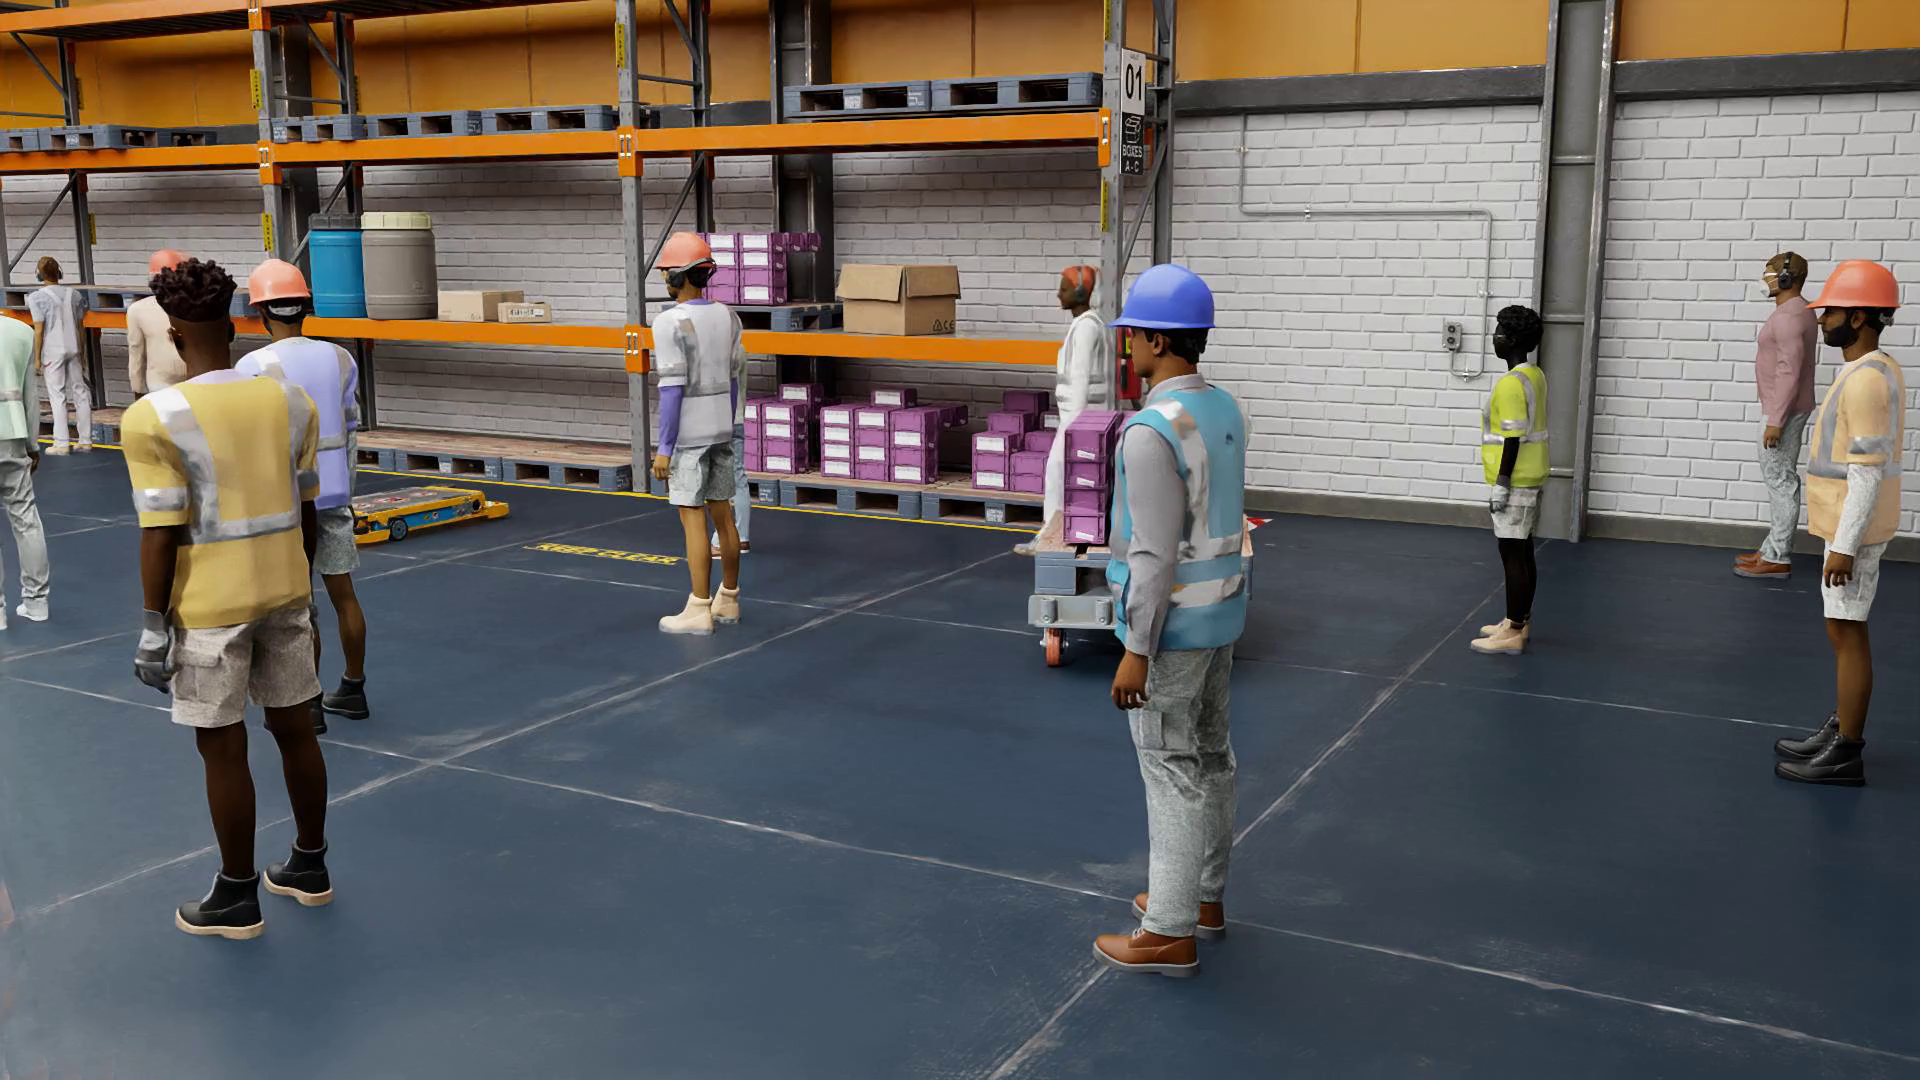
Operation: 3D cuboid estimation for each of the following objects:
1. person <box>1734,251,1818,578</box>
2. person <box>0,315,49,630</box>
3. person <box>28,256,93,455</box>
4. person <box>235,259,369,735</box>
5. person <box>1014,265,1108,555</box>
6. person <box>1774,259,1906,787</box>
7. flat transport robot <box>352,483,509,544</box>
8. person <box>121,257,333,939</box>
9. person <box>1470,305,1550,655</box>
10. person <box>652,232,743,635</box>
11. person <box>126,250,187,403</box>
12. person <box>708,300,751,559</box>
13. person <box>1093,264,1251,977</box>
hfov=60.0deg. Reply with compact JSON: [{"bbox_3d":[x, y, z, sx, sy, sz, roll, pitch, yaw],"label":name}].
[{"bbox_3d":[4.877,-0.738,9.900,0.377,1.940,0.628,6,12,30],"label":"person"},{"bbox_3d":[-5.021,-0.488,8.584,0.398,1.920,0.588,6,12,30],"label":"person"},{"bbox_3d":[-8.373,-1.705,15.467,0.350,1.842,0.506,6,12,30],"label":"person"},{"bbox_3d":[-2.700,-0.168,6.791,0.376,1.933,0.544,6,12,30],"label":"person"},{"bbox_3d":[0.827,-0.792,10.446,0.886,1.855,0.586,0,10,1],"label":"person"},{"bbox_3d":[3.262,-0.054,6.150,0.372,1.939,0.544,6,12,30],"label":"person"},{"bbox_3d":[-3.867,-0.195,11.494,0.652,0.197,1.431,5,12,28],"label":"flat transport robot"},{"bbox_3d":[-2.112,0.176,4.824,0.373,1.962,0.605,6,12,30],"label":"person"},{"bbox_3d":[2.694,-0.290,8.105,0.322,1.697,0.533,6,12,30],"label":"person"},{"bbox_3d":[-1.361,-0.535,8.497,0.389,2.045,0.606,6,12,30],"label":"person"},{"bbox_3d":[-5.726,-1.149,12.189,0.643,1.944,1.035,-5,11,-25],"label":"person"},{"bbox_3d":[-1.519,-0.694,10.497,0.285,1.632,0.499,6,12,30],"label":"person"},{"bbox_3d":[0.584,0.227,4.580,0.398,1.949,0.604,6,12,30],"label":"person"}]
